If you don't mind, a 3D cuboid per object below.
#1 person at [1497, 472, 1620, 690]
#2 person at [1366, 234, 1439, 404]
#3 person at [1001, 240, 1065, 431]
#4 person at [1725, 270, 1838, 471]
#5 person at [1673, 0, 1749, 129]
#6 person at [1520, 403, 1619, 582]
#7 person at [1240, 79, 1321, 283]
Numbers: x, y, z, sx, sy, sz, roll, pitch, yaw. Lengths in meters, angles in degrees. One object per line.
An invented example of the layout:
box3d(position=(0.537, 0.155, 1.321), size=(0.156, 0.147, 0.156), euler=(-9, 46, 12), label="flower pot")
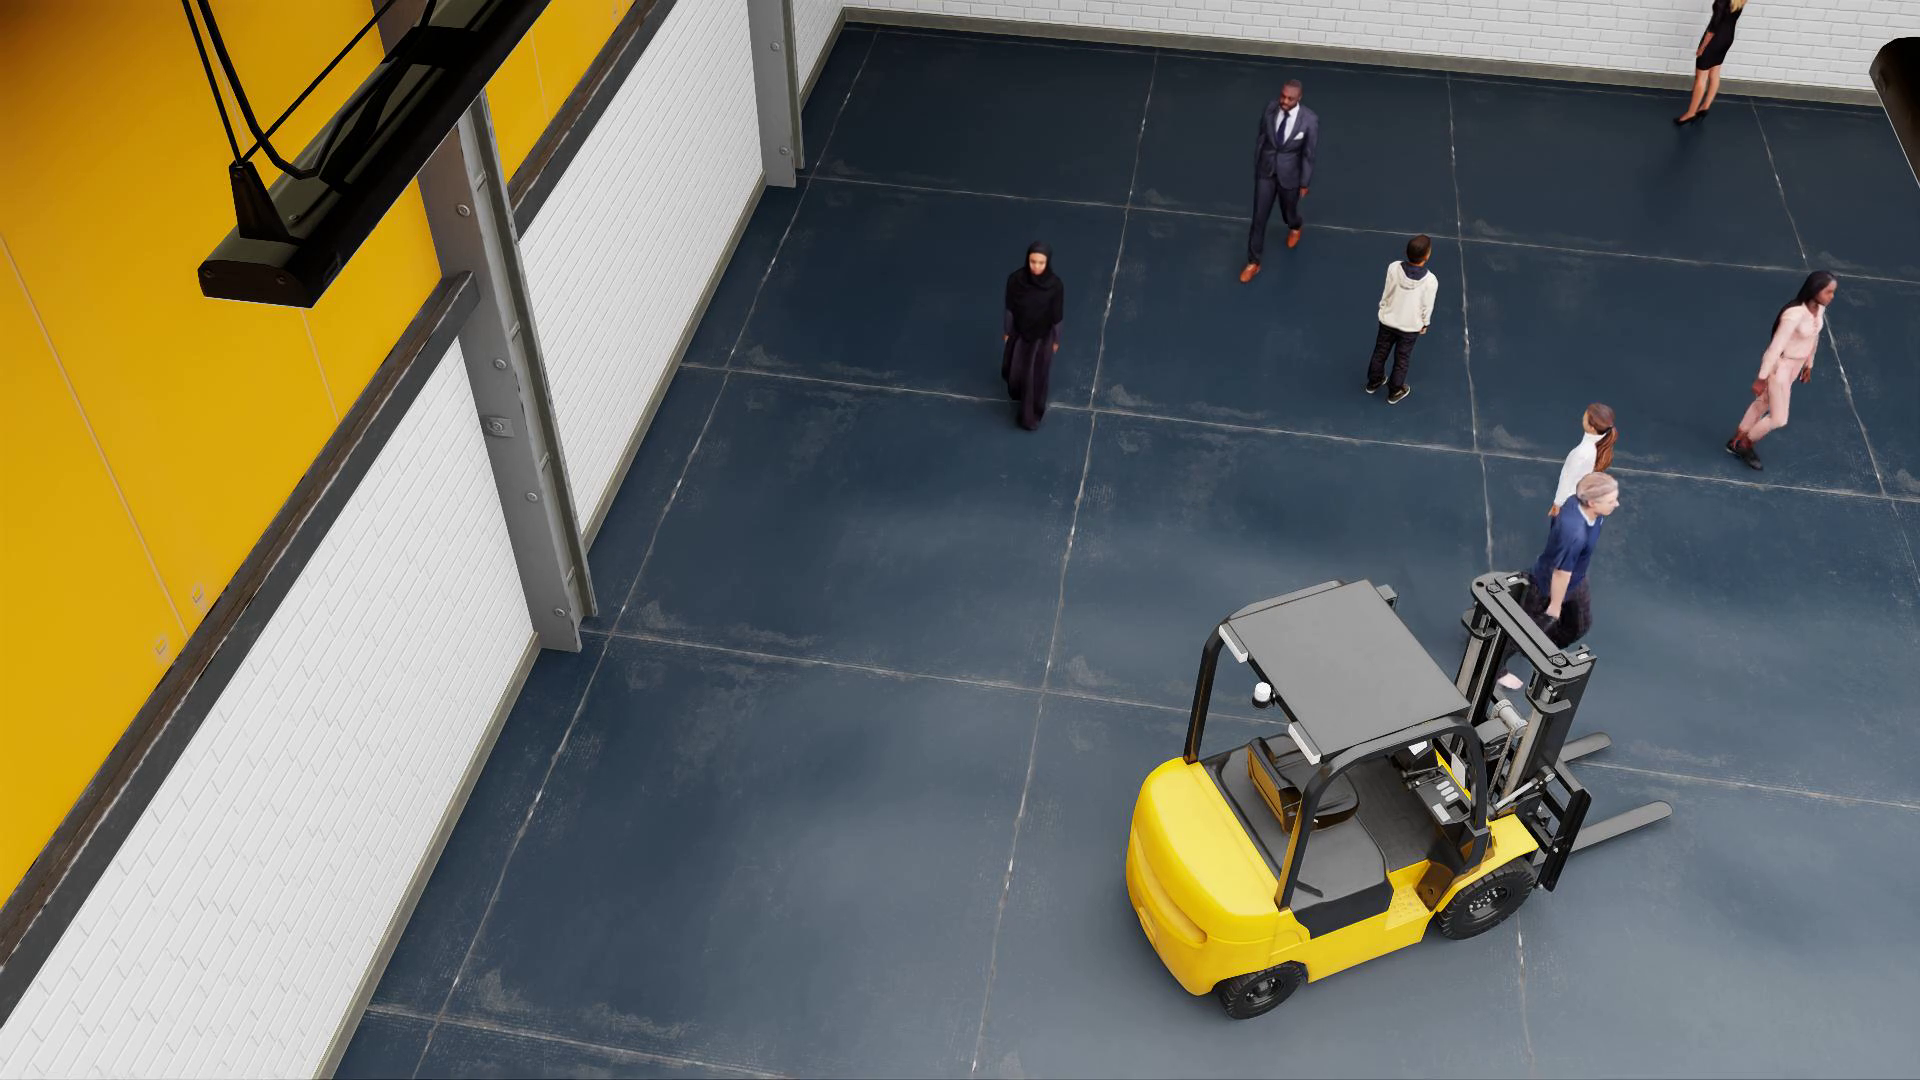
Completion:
box3d(position=(3.708, 0.231, 10.548), size=(0.890, 1.845, 0.843), euler=(26, 49, 24), label="person")
box3d(position=(3.411, -1.711, 12.871), size=(0.645, 1.452, 0.646), euler=(27, 50, 25), label="person")
box3d(position=(0.561, -1.614, 12.658), size=(0.599, 1.606, 0.787), euler=(8, 44, 8), label="person")
box3d(position=(5.965, -1.287, 12.239), size=(0.753, 1.711, 0.823), euler=(-29, 51, -27), label="person")
box3d(position=(7.232, -4.748, 15.897), size=(0.601, 1.677, 0.654), euler=(-24, 49, -23), label="person")
box3d(position=(4.202, -0.283, 11.300), size=(0.615, 1.552, 0.678), euler=(-27, 50, -25), label="person")
box3d(position=(2.740, -3.106, 14.087), size=(0.942, 1.796, 1.197), euler=(22, 48, 21), label="person")
